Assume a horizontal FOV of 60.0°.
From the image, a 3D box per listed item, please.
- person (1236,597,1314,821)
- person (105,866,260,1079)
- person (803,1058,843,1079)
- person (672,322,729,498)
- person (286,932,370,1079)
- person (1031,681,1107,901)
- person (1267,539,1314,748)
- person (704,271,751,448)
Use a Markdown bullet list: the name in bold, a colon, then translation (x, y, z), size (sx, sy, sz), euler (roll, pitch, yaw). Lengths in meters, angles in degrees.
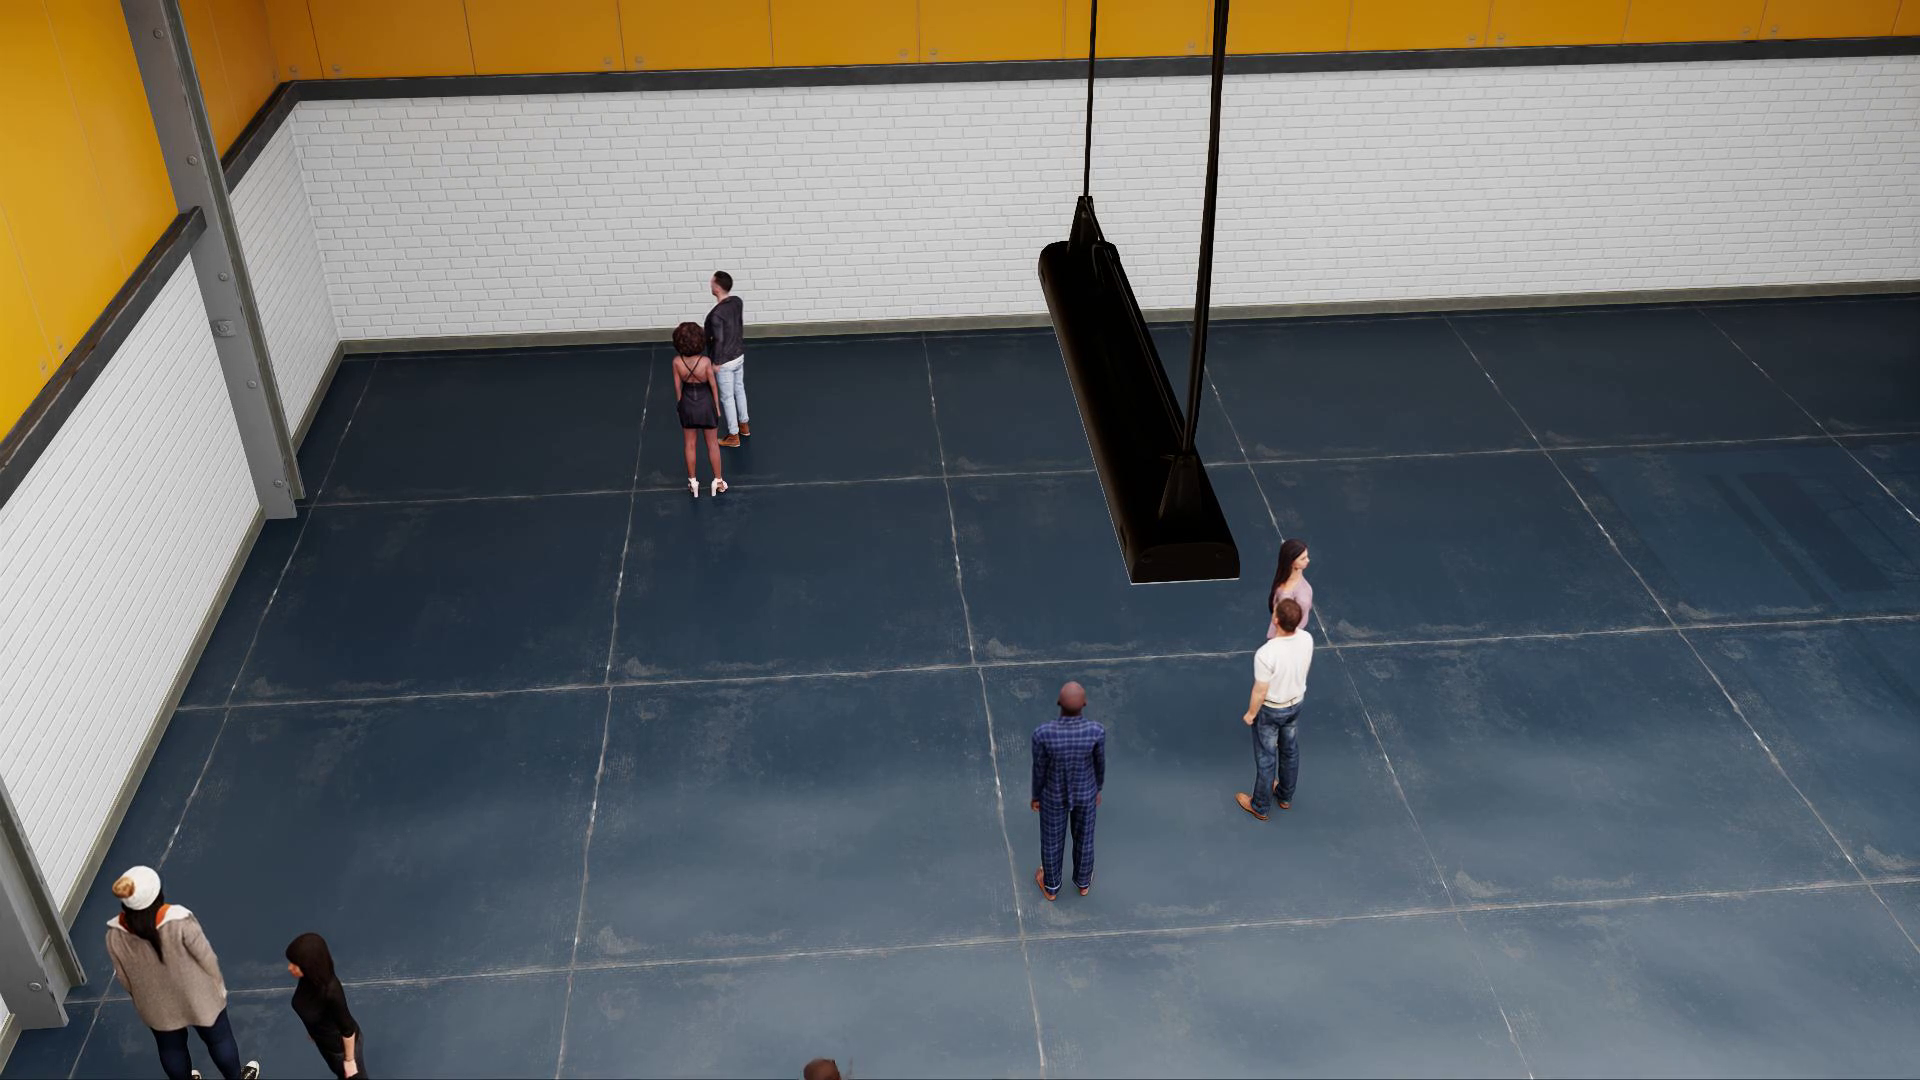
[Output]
- **person**: translation (2.262, 1.191, 11.780), size (0.747, 1.856, 0.728), euler (-18, 38, -25)
- **person**: translation (-4.555, 2.598, 9.635), size (0.692, 1.888, 0.675), euler (-5, 34, -8)
- **person**: translation (-0.714, 3.231, 9.019), size (0.755, 1.515, 0.677), euler (-11, 35, -16)
- **person**: translation (-2.432, -1.200, 15.438), size (0.570, 1.790, 0.560), euler (1, 34, 1)
- **person**: translation (-3.557, 2.838, 9.497), size (0.647, 1.642, 0.705), euler (24, 41, 32)
- **person**: translation (0.728, 1.670, 11.093), size (0.660, 1.820, 0.601), euler (-4, 34, -7)
- **person**: translation (2.419, 0.760, 12.469), size (0.757, 1.812, 0.608), euler (10, 35, 15)
- **person**: translation (-2.259, -1.780, 16.269), size (0.798, 1.836, 0.665), euler (14, 36, 19)
